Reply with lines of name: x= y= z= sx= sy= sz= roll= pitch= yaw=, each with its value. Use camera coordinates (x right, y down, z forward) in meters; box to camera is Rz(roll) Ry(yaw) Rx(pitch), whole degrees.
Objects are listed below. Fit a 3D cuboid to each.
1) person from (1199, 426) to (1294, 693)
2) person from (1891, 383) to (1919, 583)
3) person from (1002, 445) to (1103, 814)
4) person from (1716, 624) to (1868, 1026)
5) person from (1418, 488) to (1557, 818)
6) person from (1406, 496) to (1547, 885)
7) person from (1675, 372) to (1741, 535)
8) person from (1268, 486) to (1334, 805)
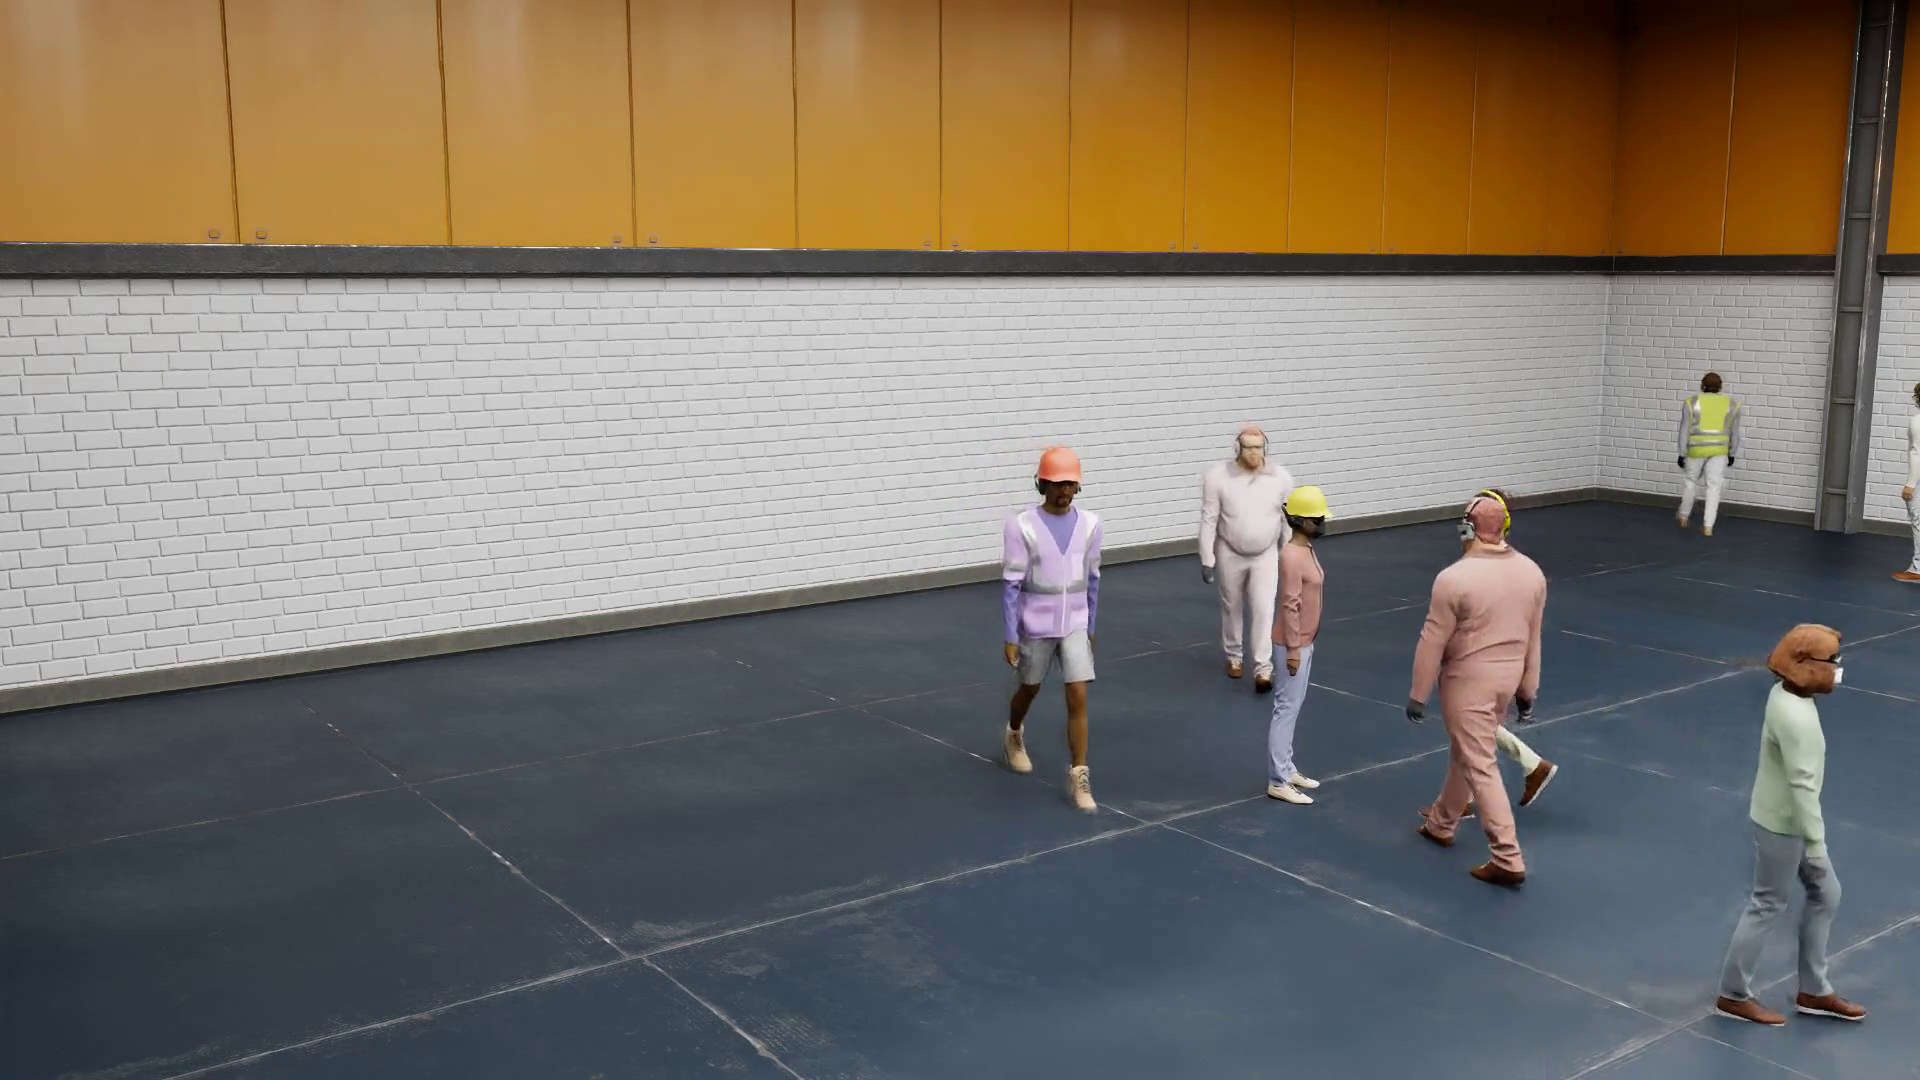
person: x=2.025 y=0.131 z=11.737 sx=0.673 sy=1.851 sz=0.981 roll=1 pitch=9 yaw=5
person: x=9.124 y=-0.552 z=15.726 sx=0.629 sy=1.931 sz=0.376 roll=-6 pitch=11 yaw=-34
person: x=0.500 y=0.447 z=9.397 sx=0.624 sy=2.007 sz=1.042 roll=-3 pitch=10 yaw=-18
person: x=3.299 y=1.119 z=6.420 sx=0.668 sy=1.606 sz=0.529 roll=4 pitch=10 yaw=23
person: x=2.837 y=0.617 z=8.815 sx=0.637 sy=1.832 sz=0.578 roll=1 pitch=9 yaw=3
person: x=2.542 y=0.728 z=8.180 sx=0.657 sy=1.881 sz=0.946 roll=-5 pitch=10 yaw=-27
person: x=8.427 y=-0.988 z=18.806 sx=0.662 sy=1.801 sz=0.904 roll=2 pitch=9 yaw=12
person: x=1.903 y=0.574 z=9.288 sx=0.318 sy=1.767 sz=0.534 roll=3 pitch=10 yaw=19
